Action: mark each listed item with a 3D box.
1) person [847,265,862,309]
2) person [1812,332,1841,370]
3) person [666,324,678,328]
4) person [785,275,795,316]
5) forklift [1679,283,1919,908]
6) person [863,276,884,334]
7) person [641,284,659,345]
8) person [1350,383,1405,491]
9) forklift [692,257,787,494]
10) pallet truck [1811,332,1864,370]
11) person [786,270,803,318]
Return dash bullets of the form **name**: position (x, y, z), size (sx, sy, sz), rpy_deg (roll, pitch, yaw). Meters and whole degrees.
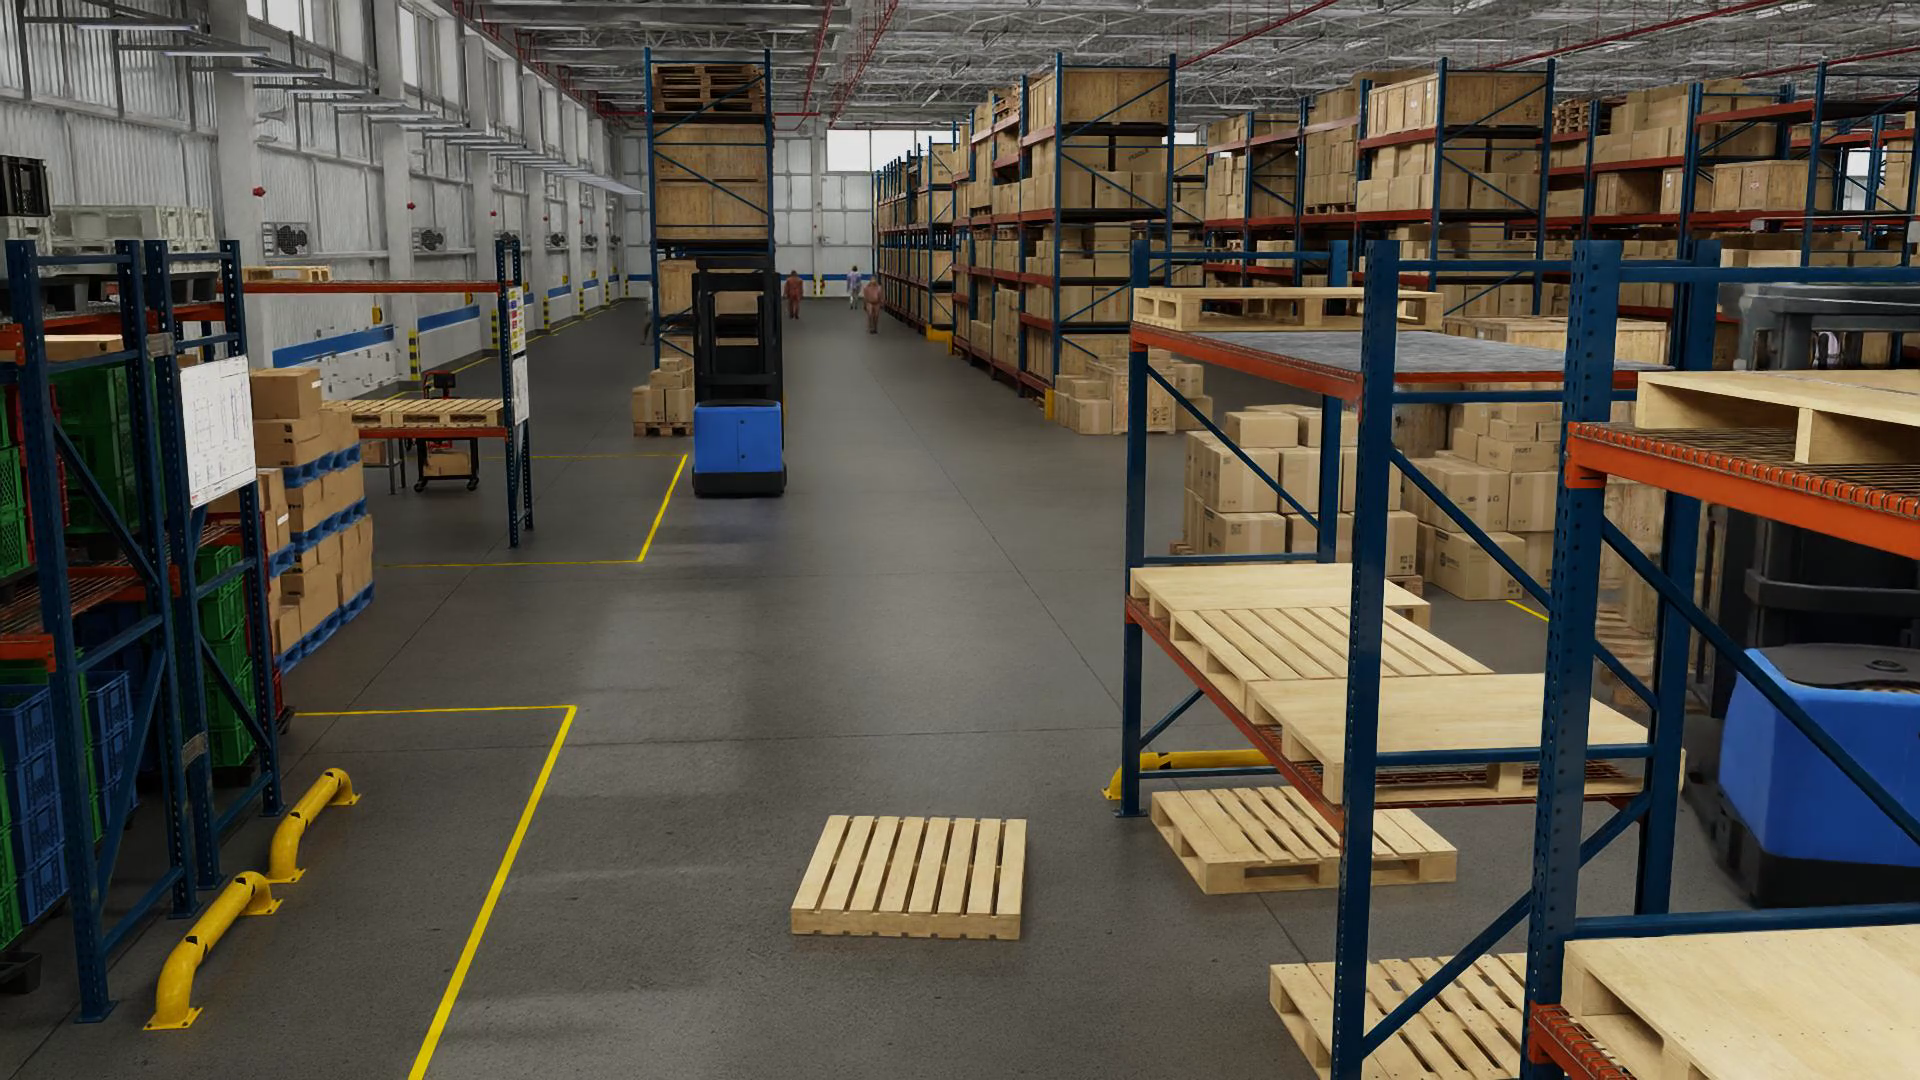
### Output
- **person**: position (-4.609, -11.040, 72.753), size (0.657, 1.925, 0.497), rpy_deg (0, 10, 0)
- **person**: position (13.132, -2.453, 25.226), size (0.398, 1.911, 0.587), rpy_deg (10, 14, 43)
- **person**: position (-7.501, -5.705, 43.825), size (0.540, 1.695, 0.317), rpy_deg (-8, 13, -37)
- **person**: position (-6.822, -9.852, 66.977), size (0.334, 1.626, 0.525), rpy_deg (-6, 12, -30)
- **forklift**: position (4.290, 0.178, 7.949), size (1.129, 2.768, 1.873), rpy_deg (2, 10, 13)
- **person**: position (-2.816, -7.654, 54.158), size (0.641, 1.870, 0.956), rpy_deg (-2, 10, -11)
- **person**: position (-8.894, -6.619, 48.100), size (0.692, 1.990, 0.692), rpy_deg (10, 14, 44)
- **person**: position (5.061, -1.514, 20.107), size (0.730, 1.894, 0.397), rpy_deg (0, 10, -2)
- **forklift**: position (-2.704, -2.042, 20.250), size (1.129, 2.768, 1.873), rpy_deg (-1, 10, -6)
- **pallet truck**: position (15.846, -3.142, 28.793), size (1.885, 1.965, 0.823), rpy_deg (2, 10, 12)
- **person**: position (-6.447, -9.571, 64.842), size (0.652, 1.856, 1.024), rpy_deg (-2, 10, -12)
